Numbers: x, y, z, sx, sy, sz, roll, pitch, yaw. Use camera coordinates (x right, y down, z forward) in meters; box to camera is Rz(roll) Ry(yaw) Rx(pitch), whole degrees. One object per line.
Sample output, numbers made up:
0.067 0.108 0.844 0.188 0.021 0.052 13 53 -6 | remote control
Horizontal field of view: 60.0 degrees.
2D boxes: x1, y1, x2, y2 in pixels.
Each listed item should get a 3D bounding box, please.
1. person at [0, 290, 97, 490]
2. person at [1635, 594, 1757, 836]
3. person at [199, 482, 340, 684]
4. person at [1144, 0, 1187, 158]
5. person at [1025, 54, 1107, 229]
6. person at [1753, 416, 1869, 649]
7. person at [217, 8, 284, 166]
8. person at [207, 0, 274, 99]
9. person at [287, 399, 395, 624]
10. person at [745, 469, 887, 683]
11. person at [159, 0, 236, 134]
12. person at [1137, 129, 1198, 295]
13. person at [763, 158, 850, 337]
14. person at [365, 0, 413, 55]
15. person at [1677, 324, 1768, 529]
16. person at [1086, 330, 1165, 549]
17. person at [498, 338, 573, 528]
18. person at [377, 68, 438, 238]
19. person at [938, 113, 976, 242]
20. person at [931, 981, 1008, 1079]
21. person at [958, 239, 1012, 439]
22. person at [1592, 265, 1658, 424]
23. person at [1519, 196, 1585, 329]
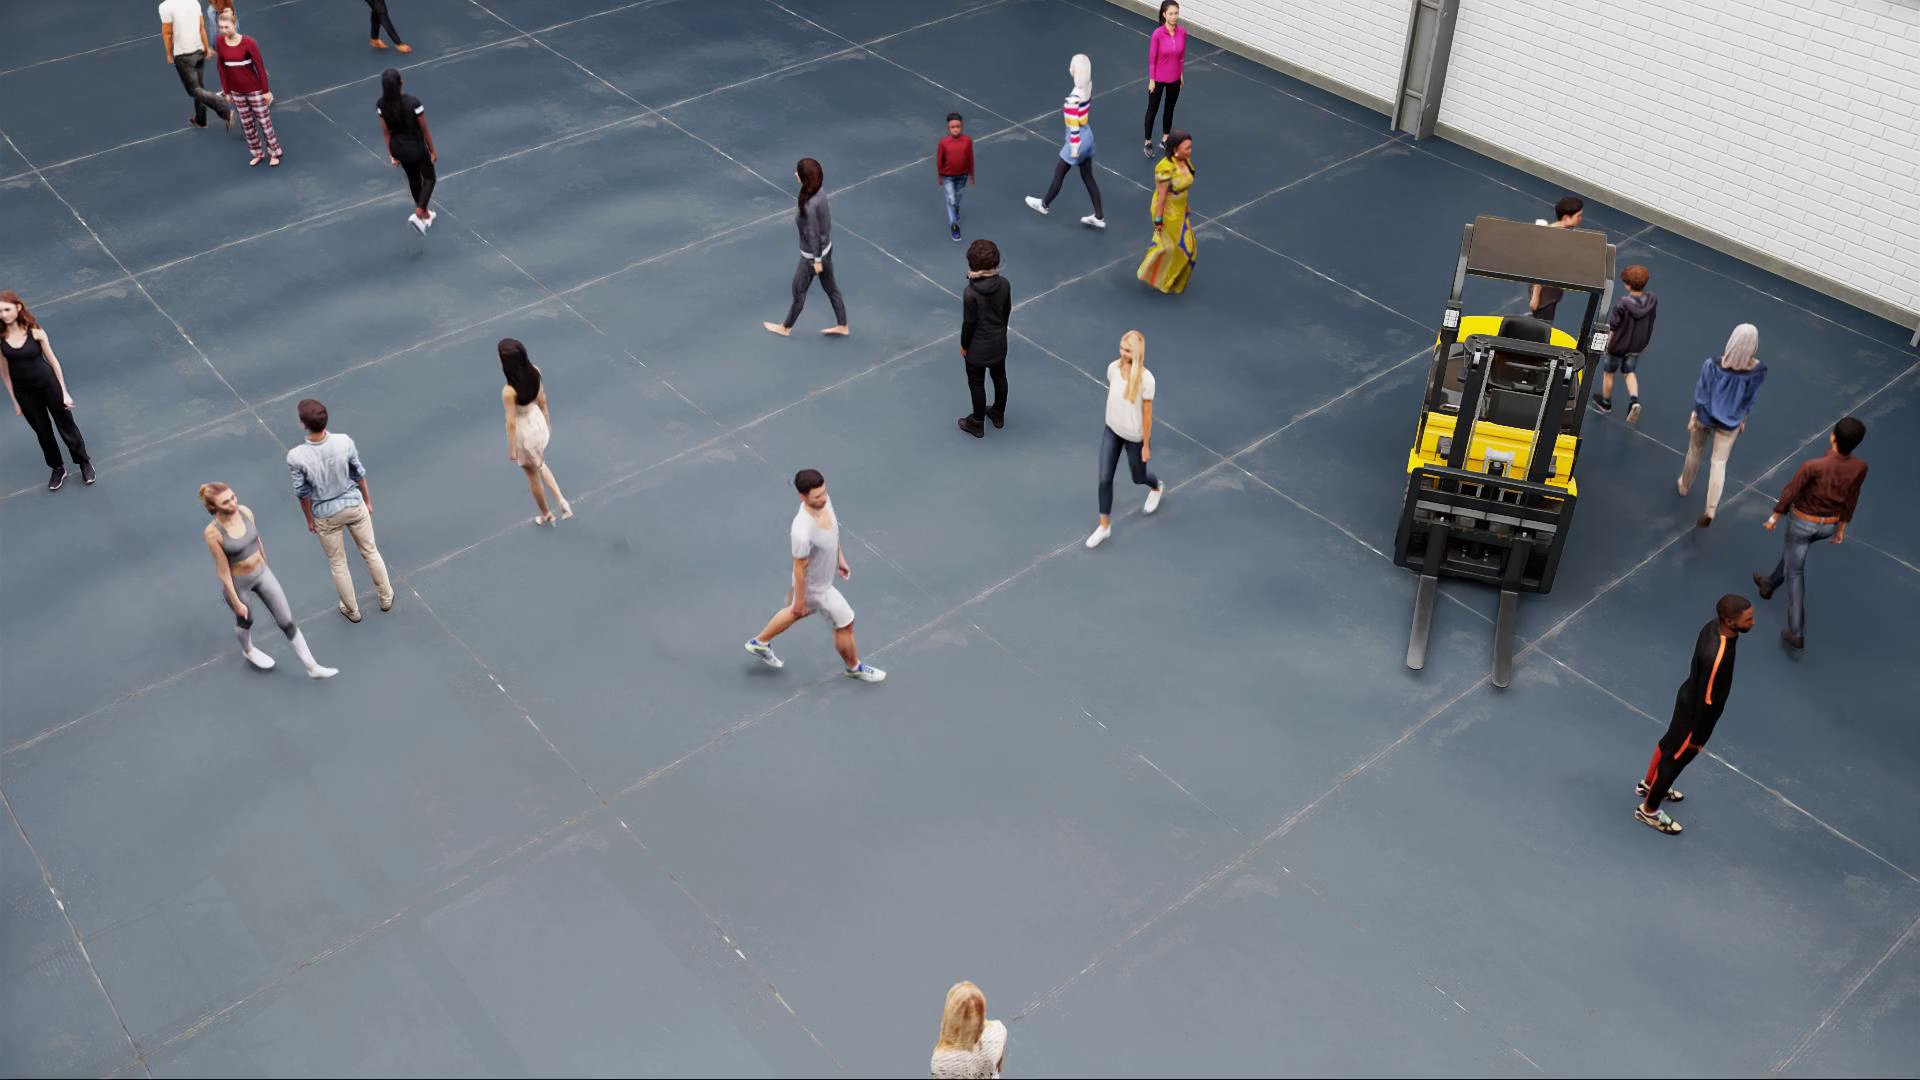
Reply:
-7.279 -1.202 13.152 0.643 1.748 0.639 -12 40 -14 | person
4.552 1.038 10.299 0.698 1.807 0.708 14 41 17 | person
-4.920 0.286 11.357 1.169 1.663 0.859 19 42 22 | person
2.210 -4.992 17.945 0.650 1.699 0.664 -14 41 -17 | person
1.261 -3.920 16.551 1.217 1.752 0.949 18 42 21 | person
6.010 -0.035 11.696 1.096 1.741 1.224 -1 39 -1 | person
-7.591 -4.809 17.704 0.688 1.703 0.724 0 39 0 | person
-8.280 -5.664 18.975 1.046 1.453 0.951 6 39 7 | person
-4.418 -0.209 11.828 0.683 1.848 0.607 -20 43 -23 | person
-1.084 0.244 11.301 1.279 1.799 1.206 3 39 4 | person
-8.414 -5.330 18.310 1.145 1.771 0.931 15 41 18 | person
1.889 -3.078 15.592 0.937 1.644 0.856 20 43 23 | person
-1.207 -2.572 14.876 1.100 1.736 1.024 4 39 5 | person
-7.162 -6.704 20.138 1.088 1.627 0.944 14 41 17 | person
5.834 -0.861 12.795 1.089 1.671 1.053 9 40 11 | person
1.329 -0.808 12.633 1.079 1.780 0.787 28 47 31 | person
-3.192 -0.758 12.610 0.802 1.729 0.725 18 42 21 | person
-5.439 -3.800 16.432 0.969 1.715 1.021 3 39 4 | person
-0.057 -3.710 16.710 0.755 1.226 0.941 -8 39 -9 | person
0.105 2.853 8.046 0.744 1.782 1.236 -18 42 -22 | person
0.213 -1.651 13.690 0.640 1.778 0.599 -23 44 -26 | person
5.601 -1.616 13.924 0.806 1.431 0.915 -1 39 -2 | person
5.043 -2.234 14.482 1.070 1.700 0.839 20 43 23 | person
